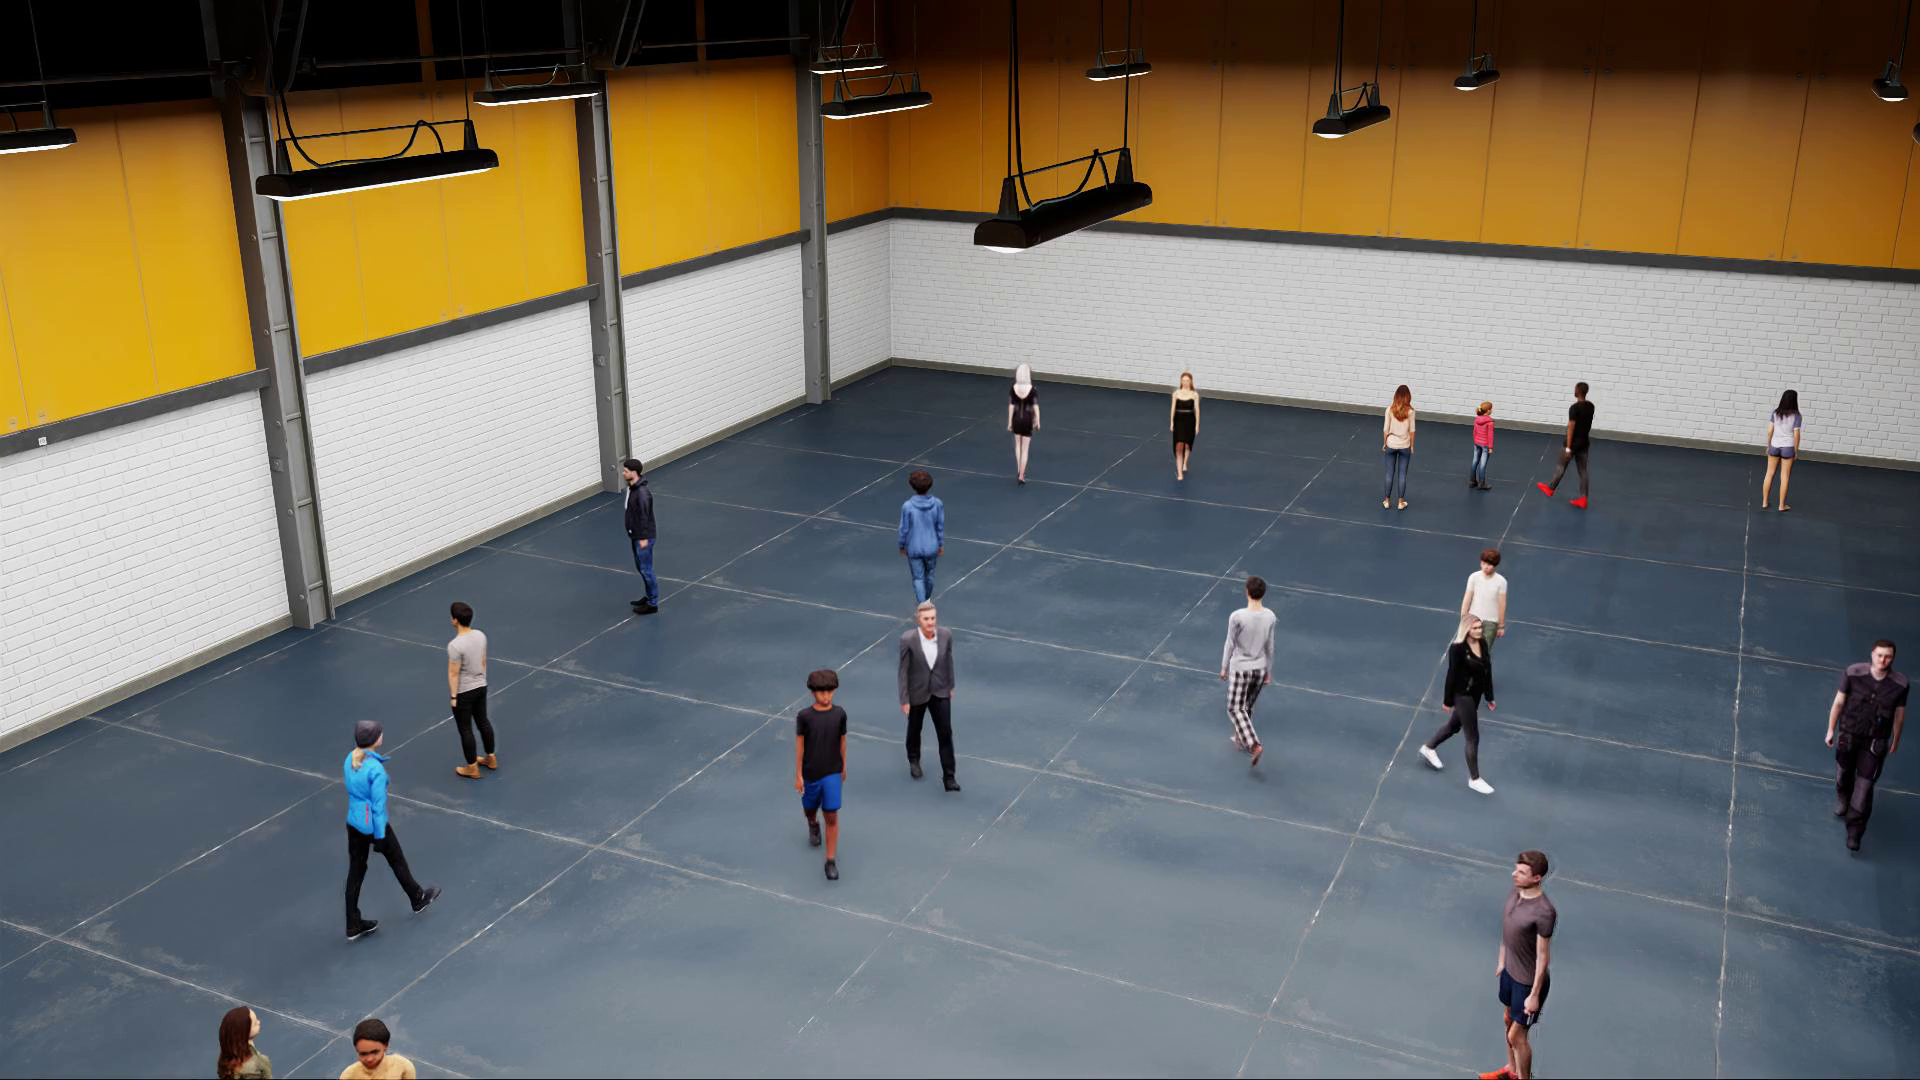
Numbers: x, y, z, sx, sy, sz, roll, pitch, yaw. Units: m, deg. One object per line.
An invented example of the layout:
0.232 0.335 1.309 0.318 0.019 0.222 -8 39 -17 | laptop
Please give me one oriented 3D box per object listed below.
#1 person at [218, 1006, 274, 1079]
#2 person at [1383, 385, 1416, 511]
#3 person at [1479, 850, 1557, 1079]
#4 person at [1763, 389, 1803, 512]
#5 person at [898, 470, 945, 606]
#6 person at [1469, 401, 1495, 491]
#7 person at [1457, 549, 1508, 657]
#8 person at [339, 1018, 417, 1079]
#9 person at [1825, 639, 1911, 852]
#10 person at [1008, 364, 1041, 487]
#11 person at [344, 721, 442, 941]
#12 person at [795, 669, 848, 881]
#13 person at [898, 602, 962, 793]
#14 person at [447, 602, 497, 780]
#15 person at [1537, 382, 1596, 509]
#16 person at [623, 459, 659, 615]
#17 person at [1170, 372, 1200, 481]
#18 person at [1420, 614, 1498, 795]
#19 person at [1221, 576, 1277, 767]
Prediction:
-4.273 3.460 9.915 1.055 1.446 0.837 -16 24 -39 | person
6.214 -1.324 23.576 0.595 1.792 0.533 7 20 20 | person
3.745 2.881 11.000 0.799 1.850 0.698 -2 19 -7 | person
11.650 -1.288 23.564 0.641 1.733 0.654 -16 24 -39 | person
-0.432 0.093 19.391 1.028 1.779 1.116 -4 19 -13 | person
7.713 -1.405 24.560 0.642 1.318 0.597 -10 21 -26 | person
5.479 0.862 17.363 0.675 1.615 1.152 11 22 30 | person
-3.335 3.462 9.645 1.044 1.614 1.164 -5 19 -13 | person
7.897 1.708 14.554 0.857 1.806 1.264 13 22 33 | person
0.910 -1.682 24.612 0.666 1.811 0.856 6 19 16 | person
-4.674 2.278 12.918 0.743 1.768 1.079 12 22 32 | person
-1.192 1.908 14.012 1.007 1.772 1.197 -3 19 -8 | person
-0.337 1.405 15.461 1.205 1.800 1.295 -6 19 -17 | person
-4.608 1.396 15.618 0.658 1.718 0.464 10 21 27 | person
8.821 -1.316 23.591 1.153 1.768 1.177 -8 20 -23 | person
-3.748 -0.058 19.668 0.795 1.888 0.753 -8 20 -24 | person
3.405 -1.732 25.134 0.812 1.573 1.153 3 19 8 | person
4.652 1.464 15.525 1.151 1.648 1.035 -13 23 -34 | person
2.766 1.270 15.828 1.017 1.823 1.121 -5 19 -14 | person
